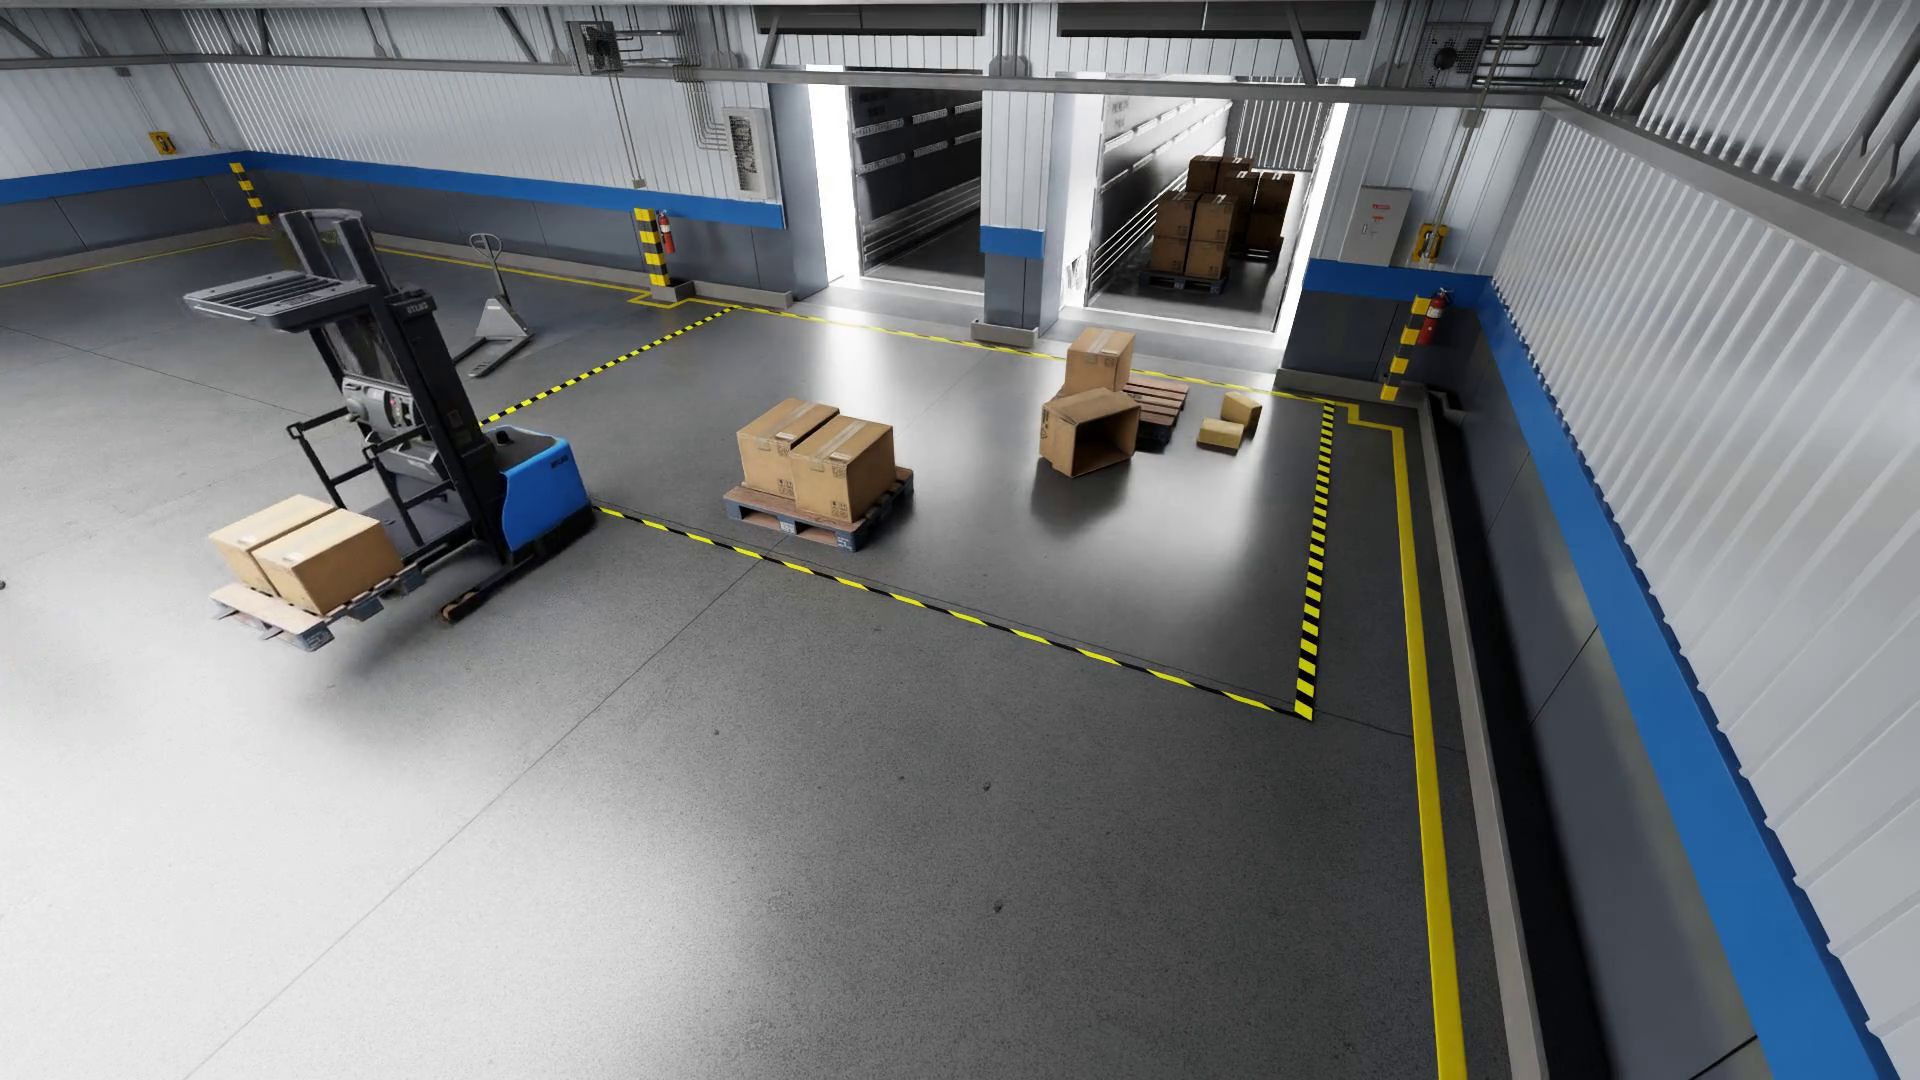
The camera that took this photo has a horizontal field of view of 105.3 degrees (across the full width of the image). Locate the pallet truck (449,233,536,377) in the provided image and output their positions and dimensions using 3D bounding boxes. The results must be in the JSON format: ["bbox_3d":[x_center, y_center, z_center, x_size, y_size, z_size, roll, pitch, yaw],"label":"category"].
[{"bbox_3d":[-5.664,-2.712,8.427,0.680,1.201,1.601,0,35,-1],"label":"pallet truck"}]

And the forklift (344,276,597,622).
[{"bbox_3d":[-3.366,-0.794,5.045,0.716,2.013,0.776,14,38,19],"label":"forklift"}]

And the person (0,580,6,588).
[{"bbox_3d":[-6.962,-0.384,4.548,0.392,1.945,0.617,14,38,19],"label":"person"}]
